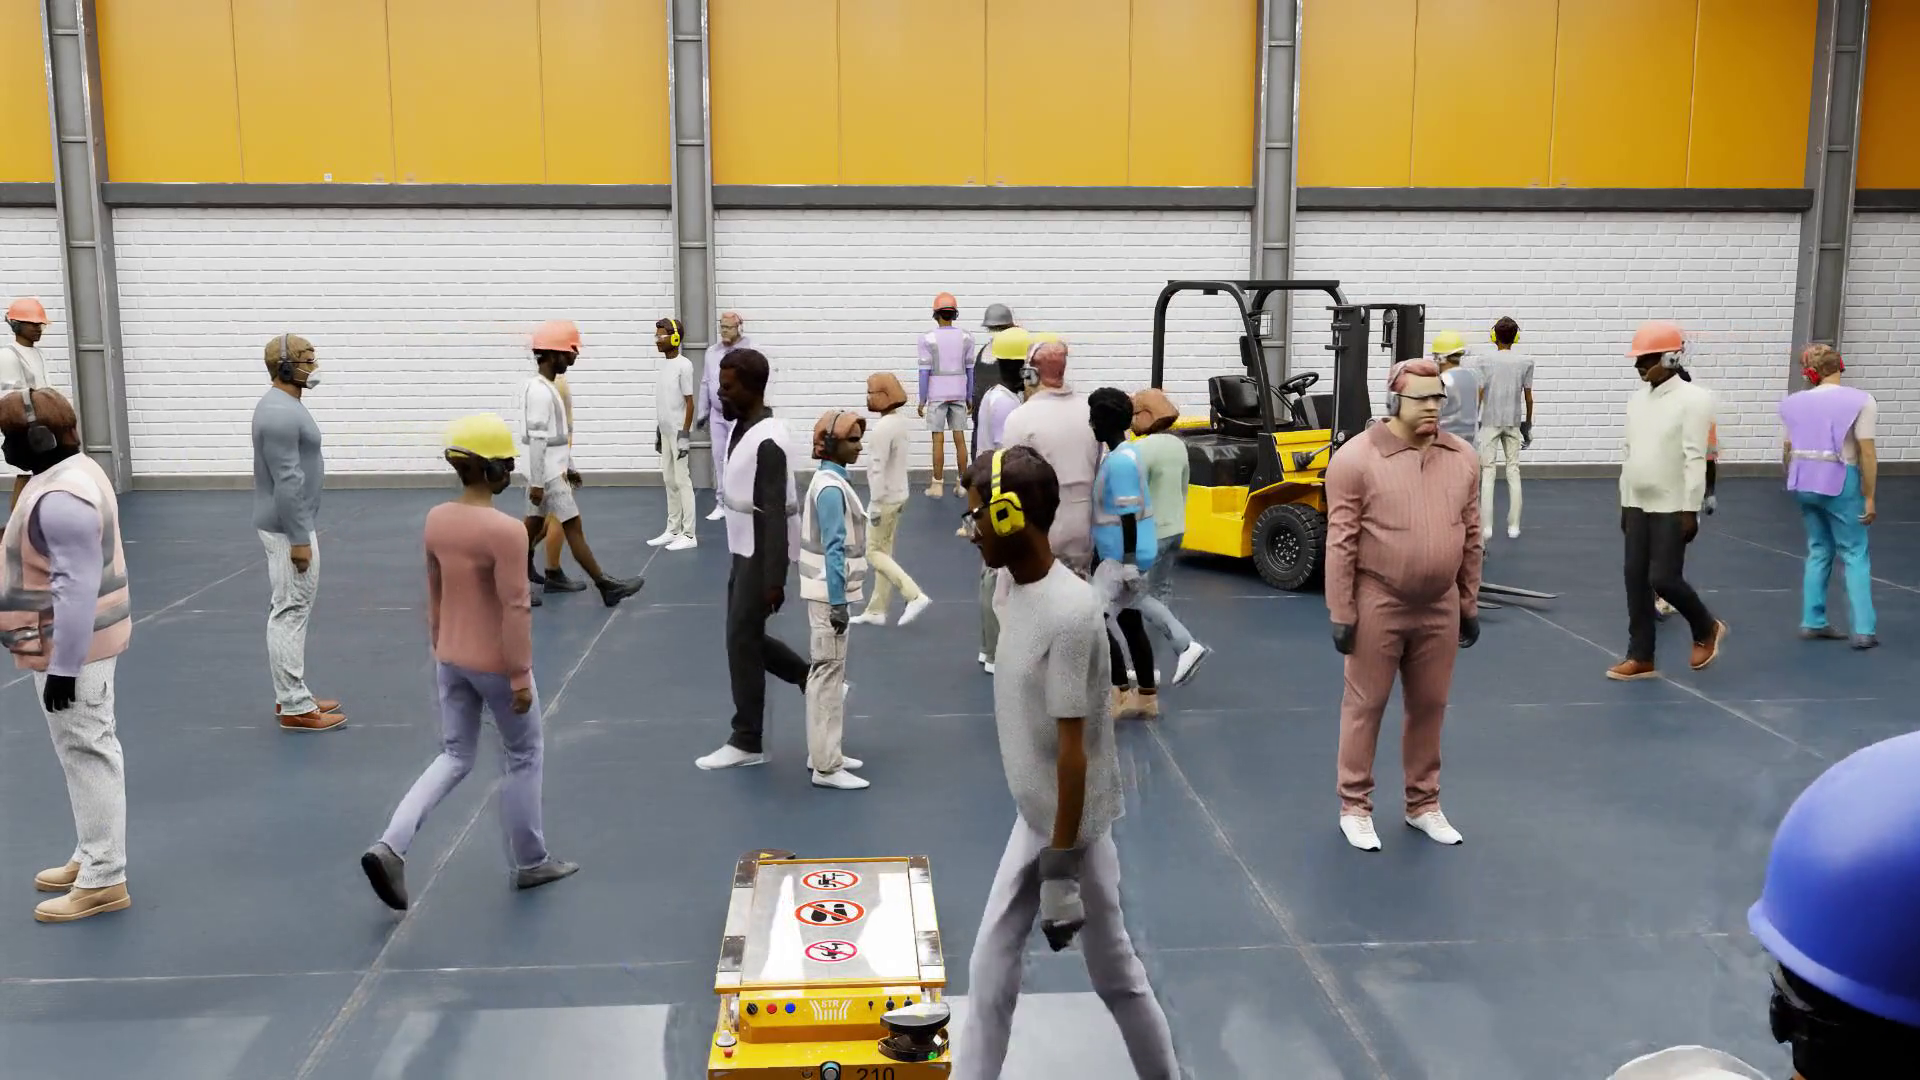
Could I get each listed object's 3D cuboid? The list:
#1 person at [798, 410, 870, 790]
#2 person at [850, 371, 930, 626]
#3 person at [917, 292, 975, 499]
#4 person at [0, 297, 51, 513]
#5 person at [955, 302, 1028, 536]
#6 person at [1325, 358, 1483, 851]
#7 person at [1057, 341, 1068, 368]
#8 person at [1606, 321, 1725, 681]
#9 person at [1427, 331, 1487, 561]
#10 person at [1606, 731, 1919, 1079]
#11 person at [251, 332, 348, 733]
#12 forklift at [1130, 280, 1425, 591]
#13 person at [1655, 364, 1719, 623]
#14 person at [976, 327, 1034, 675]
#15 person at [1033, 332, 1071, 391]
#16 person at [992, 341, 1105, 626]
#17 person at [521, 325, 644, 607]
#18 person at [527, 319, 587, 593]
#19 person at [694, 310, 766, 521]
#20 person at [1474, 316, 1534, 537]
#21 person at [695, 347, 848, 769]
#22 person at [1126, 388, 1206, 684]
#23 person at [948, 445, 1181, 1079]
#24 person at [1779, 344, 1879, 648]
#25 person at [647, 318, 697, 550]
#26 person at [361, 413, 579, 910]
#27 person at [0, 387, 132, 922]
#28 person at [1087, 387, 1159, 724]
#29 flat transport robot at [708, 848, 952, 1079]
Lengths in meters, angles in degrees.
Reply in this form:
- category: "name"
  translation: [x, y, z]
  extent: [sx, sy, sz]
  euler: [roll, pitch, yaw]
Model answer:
- category: "person"
  translation: [-0.545, 0.253, 7.234]
  extent: [0.314, 1.636, 0.516]
  euler: [-1, 9, -5]
- category: "person"
  translation: [-0.459, -0.242, 10.384]
  extent: [0.493, 1.628, 0.517]
  euler: [2, 9, 15]
- category: "person"
  translation: [-0.146, -1.427, 16.511]
  extent: [0.606, 2.044, 0.374]
  euler: [-4, 10, -21]
- category: "person"
  translation: [-7.211, -0.859, 12.953]
  extent: [0.392, 2.039, 0.612]
  euler: [-1, 9, -8]
- category: "person"
  translation: [0.408, -1.077, 14.321]
  extent: [0.692, 2.000, 1.003]
  euler: [7, 11, 38]
- category: "person"
  translation: [1.725, 0.253, 6.417]
  extent: [0.650, 1.902, 0.401]
  euler: [-2, 9, -14]
- category: "person"
  translation: [0.929, -1.036, 15.428]
  extent: [0.753, 1.600, 0.505]
  euler: [1, 9, 5]
- category: "person"
  translation: [3.853, -0.202, 9.045]
  extent: [0.563, 1.970, 0.631]
  euler: [-3, 10, -19]
- category: "person"
  translation: [3.766, -0.731, 12.961]
  extent: [0.925, 1.783, 0.613]
  euler: [9, 12, 43]
- category: "person"
  translation: [0.571, 1.063, 1.287]
  extent: [0.865, 1.920, 0.608]
  euler: [-1, 9, -4]
- category: "person"
  translation: [-3.246, -0.038, 8.113]
  extent: [0.375, 1.940, 0.627]
  euler: [-4, 10, -21]
- category: "forklift"
  translation: [2.301, -0.860, 12.475]
  extent: [1.214, 2.155, 2.313]
  euler: [-6, 11, -35]
- category: "person"
  translation: [4.504, -0.298, 10.623]
  extent: [0.888, 1.647, 0.528]
  euler: [-8, 12, -43]
- category: "person"
  translation: [0.270, -0.215, 9.260]
  extent: [0.388, 1.927, 0.589]
  euler: [0, 9, -3]
- category: "person"
  translation: [0.665, -0.844, 13.799]
  extent: [0.724, 1.739, 0.552]
  euler: [-4, 10, -23]
- category: "person"
  translation: [0.433, -0.027, 8.213]
  extent: [0.661, 1.894, 0.438]
  euler: [-6, 11, -35]
- category: "person"
  translation: [-2.651, -0.473, 11.027]
  extent: [0.996, 1.878, 0.556]
  euler: [-3, 9, -15]
- category: "person"
  translation: [-2.837, -0.574, 11.561]
  extent: [0.511, 1.917, 0.582]
  euler: [-4, 10, -24]
- category: "person"
  translation: [-2.083, -1.124, 15.061]
  extent: [0.670, 1.902, 0.460]
  euler: [5, 10, 30]
- category: "person"
  translation: [4.569, -0.946, 14.055]
  extent: [0.535, 1.863, 0.309]
  euler: [1, 9, 4]
- category: "person"
  translation: [-0.858, 0.080, 7.476]
  extent: [0.643, 1.901, 0.600]
  euler: [-3, 9, -18]
- category: "person"
  translation: [1.103, -0.001, 8.899]
  extent: [0.519, 1.609, 0.548]
  euler: [7, 12, 39]
- category: "person"
  translation: [0.156, 0.697, 3.886]
  extent: [0.948, 1.806, 0.617]
  euler: [-3, 9, -17]
- category: "person"
  translation: [5.206, -0.258, 9.957]
  extent: [0.449, 1.796, 0.651]
  euler: [-5, 10, -30]
- category: "person"
  translation: [-2.332, -0.855, 13.466]
  extent: [0.328, 1.872, 0.513]
  euler: [-7, 11, -36]
- category: "person"
  translation: [-1.721, 0.430, 5.807]
  extent: [0.532, 1.745, 0.743]
  euler: [6, 11, 34]
- category: "person"
  translation: [-3.106, 0.388, 5.768]
  extent: [0.430, 1.838, 0.619]
  euler: [-4, 10, -25]
- category: "person"
  translation: [0.782, 0.089, 8.148]
  extent: [0.483, 1.669, 0.553]
  euler: [1, 9, 4]
- category: "flat transport robot"
  translation: [-0.394, 1.269, 5.127]
  extent: [0.652, 0.197, 1.431]
  euler: [-1, 9, -4]
